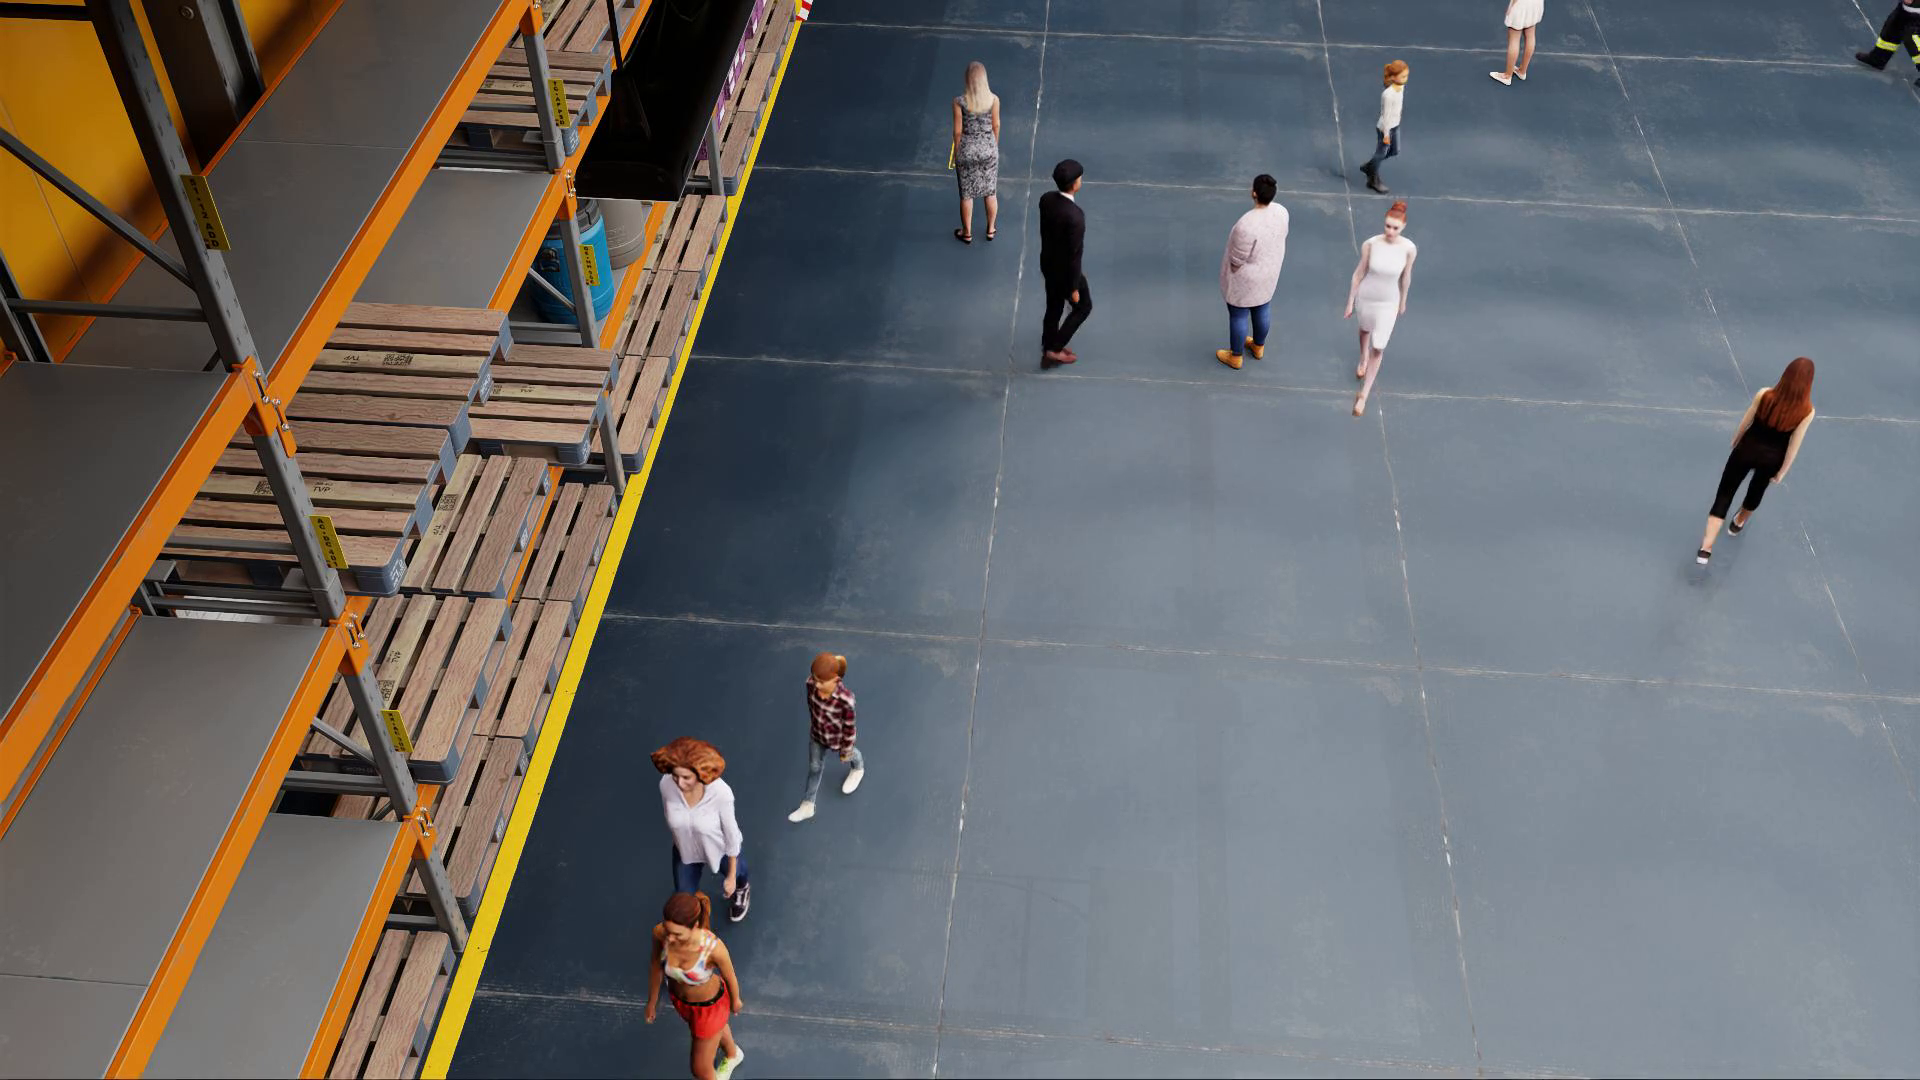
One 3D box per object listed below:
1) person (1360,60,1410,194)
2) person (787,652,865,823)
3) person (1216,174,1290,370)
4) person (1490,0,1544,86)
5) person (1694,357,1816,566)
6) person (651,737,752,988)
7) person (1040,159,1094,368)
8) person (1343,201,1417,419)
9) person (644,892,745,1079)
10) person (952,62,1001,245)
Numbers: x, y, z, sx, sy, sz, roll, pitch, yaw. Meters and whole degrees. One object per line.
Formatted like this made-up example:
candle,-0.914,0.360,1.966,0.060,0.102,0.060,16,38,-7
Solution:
person,3.878,-3.809,15.296,0.662,1.307,0.606,30,51,28
person,-0.729,1.124,10.143,0.771,1.273,0.953,22,48,22
person,2.337,-2.152,13.241,0.796,1.743,0.832,-24,49,-23
person,5.695,-5.418,16.694,0.647,1.708,0.681,-22,48,-21
person,5.512,-0.528,11.569,0.887,1.698,1.177,22,48,21
person,-1.373,1.633,9.317,0.696,1.676,1.085,7,44,8
person,0.733,-2.112,13.110,0.888,1.866,0.788,-22,48,-21
person,3.267,-1.892,12.958,0.778,1.757,1.113,14,45,14
person,-1.298,2.293,8.555,0.767,1.771,0.925,21,47,21
person,0.143,-3.368,14.546,0.612,1.702,0.573,-6,44,-6
